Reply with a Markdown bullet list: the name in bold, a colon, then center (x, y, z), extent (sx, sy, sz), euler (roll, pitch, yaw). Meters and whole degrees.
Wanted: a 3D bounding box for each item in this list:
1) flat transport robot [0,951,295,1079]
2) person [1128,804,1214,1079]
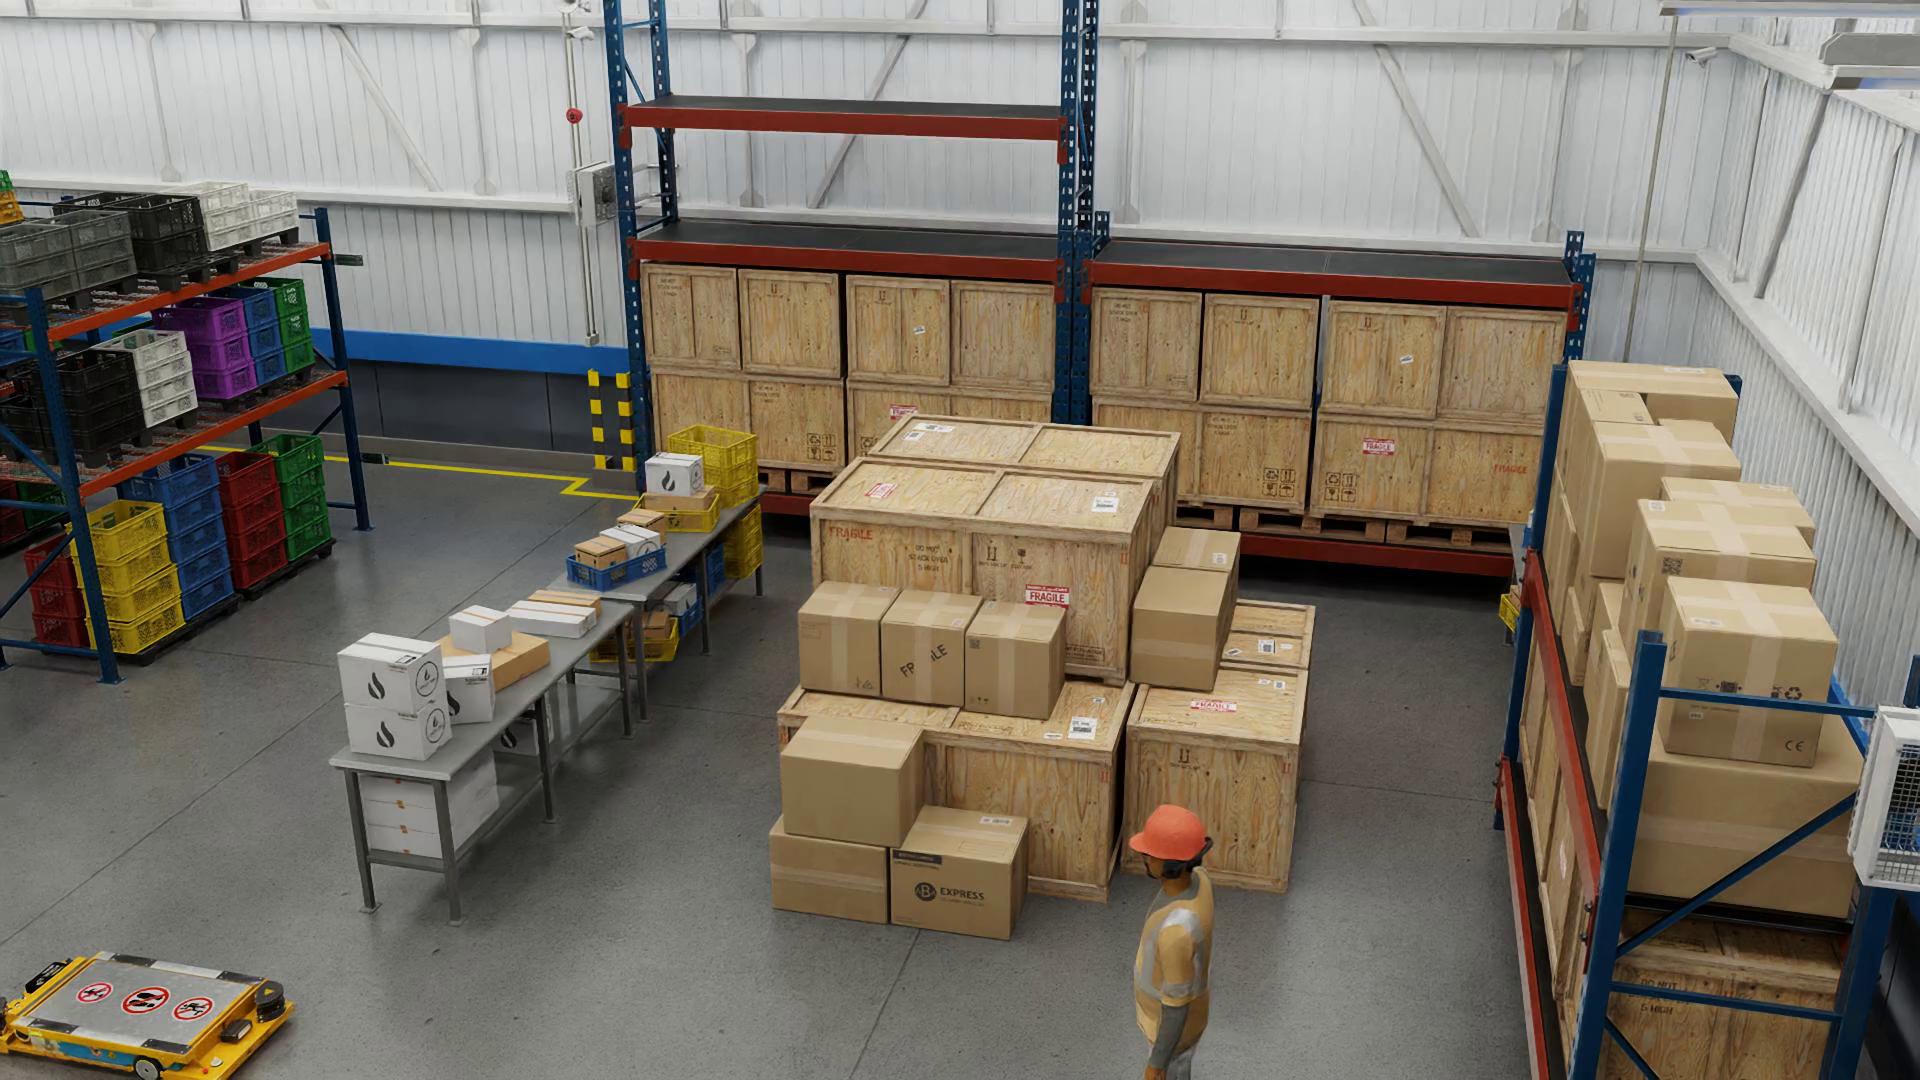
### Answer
- **flat transport robot**: center (-4.270, 2.464, 8.601), extent (1.431, 0.231, 0.659), euler (5, 22, 13)
- **person**: center (0.883, 2.058, 7.181), extent (0.376, 2.043, 0.606), euler (4, 21, 11)
